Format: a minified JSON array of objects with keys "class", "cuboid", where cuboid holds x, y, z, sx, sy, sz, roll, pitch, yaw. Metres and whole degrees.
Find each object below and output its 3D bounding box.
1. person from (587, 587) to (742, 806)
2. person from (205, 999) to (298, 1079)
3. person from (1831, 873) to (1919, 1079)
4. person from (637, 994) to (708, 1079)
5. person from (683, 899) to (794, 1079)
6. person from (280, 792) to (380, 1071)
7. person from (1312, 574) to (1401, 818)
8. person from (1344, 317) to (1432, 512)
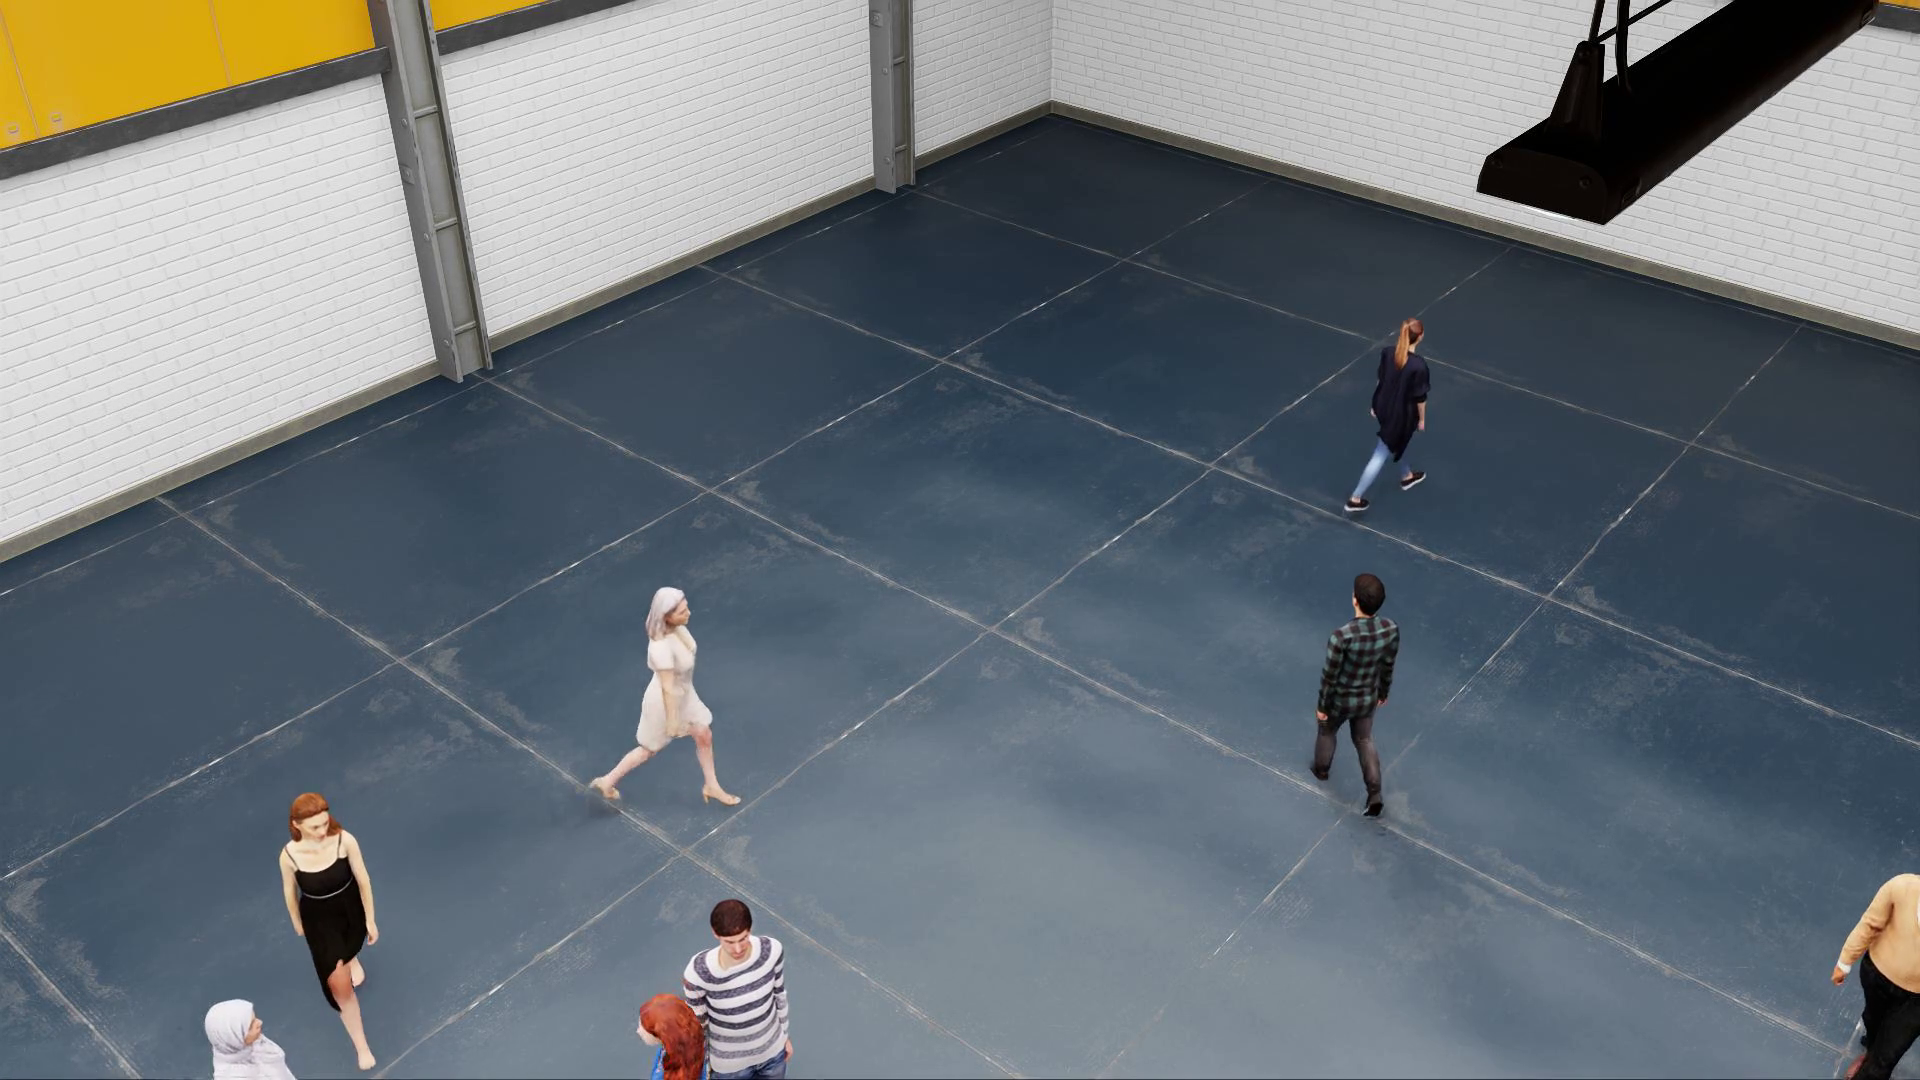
[{"class":"person","cuboid":[-1.855,1.020,10.092,1.157,1.692,1.141,-2,34,-2]},{"class":"person","cuboid":[-3.191,2.733,7.475,1.208,1.737,0.997,-11,35,-16]},{"class":"person","cuboid":[4.759,2.177,8.337,1.180,1.709,0.825,-25,41,-32]},{"class":"person","cuboid":[-1.182,2.691,7.475,0.871,1.806,0.800,5,34,8]},{"class":"person","cuboid":[-1.030,2.387,7.888,0.614,1.854,0.778,-16,37,-23]},{"class":"person","cuboid":[-3.312,1.926,8.842,1.151,1.566,0.935,-15,37,-22]},{"class":"person","cuboid":[2.457,0.985,10.307,1.061,1.698,1.039,-9,35,-13]},{"class":"person","cuboid":[3.372,-0.937,13.090,1.206,1.634,0.861,-20,38,-27]}]
